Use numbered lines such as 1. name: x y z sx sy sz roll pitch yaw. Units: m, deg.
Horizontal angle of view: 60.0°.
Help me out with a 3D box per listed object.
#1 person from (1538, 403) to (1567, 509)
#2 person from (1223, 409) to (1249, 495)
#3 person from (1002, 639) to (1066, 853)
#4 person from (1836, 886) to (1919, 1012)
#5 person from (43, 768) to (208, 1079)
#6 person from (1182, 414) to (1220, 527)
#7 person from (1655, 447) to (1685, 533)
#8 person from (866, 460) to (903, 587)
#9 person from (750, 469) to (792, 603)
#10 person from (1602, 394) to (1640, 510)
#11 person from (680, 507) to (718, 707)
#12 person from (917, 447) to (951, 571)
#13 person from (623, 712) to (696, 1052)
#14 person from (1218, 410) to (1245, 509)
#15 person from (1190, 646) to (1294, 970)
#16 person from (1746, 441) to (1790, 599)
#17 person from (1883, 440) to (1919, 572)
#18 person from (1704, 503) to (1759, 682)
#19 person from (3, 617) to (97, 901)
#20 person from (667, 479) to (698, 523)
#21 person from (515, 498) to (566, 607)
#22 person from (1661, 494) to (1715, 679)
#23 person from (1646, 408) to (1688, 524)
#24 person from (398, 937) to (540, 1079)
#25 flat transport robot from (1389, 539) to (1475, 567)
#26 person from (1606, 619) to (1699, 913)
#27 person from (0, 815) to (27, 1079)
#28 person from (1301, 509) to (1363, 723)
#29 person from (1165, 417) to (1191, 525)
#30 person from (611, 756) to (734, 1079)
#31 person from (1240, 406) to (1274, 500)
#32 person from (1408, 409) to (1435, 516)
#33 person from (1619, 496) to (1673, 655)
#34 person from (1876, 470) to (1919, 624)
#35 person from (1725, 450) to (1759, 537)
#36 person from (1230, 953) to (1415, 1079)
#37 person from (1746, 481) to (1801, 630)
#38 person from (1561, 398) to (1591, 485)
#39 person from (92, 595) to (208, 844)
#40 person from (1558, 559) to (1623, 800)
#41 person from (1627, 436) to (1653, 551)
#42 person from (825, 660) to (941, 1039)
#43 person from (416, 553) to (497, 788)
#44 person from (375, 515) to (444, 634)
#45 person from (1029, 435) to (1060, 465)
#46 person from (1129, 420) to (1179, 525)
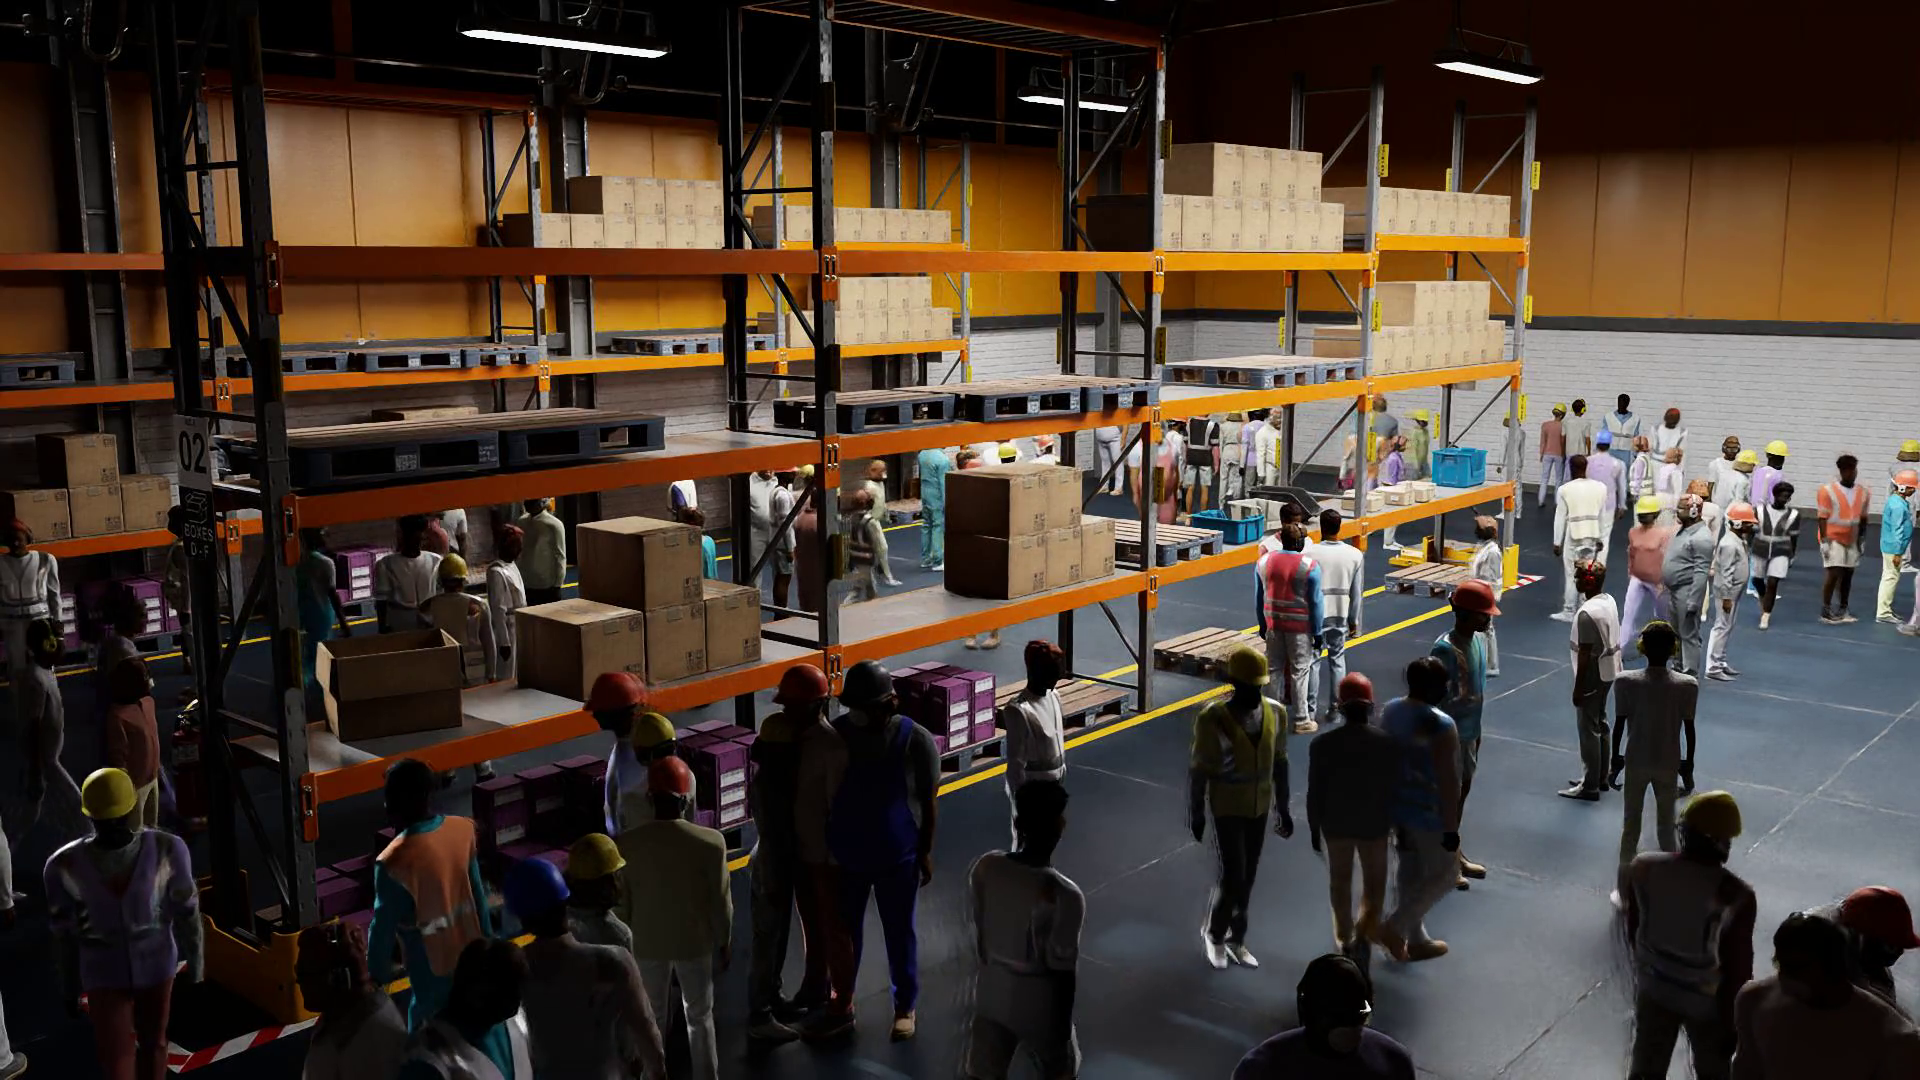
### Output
1. person: 9.828 -1.386 27.425 0.532 1.754 0.341 8 13 41
2. person: 4.846 -1.711 28.857 0.610 1.921 0.393 4 10 24
3. person: 0.453 1.507 9.751 0.356 1.886 0.574 5 11 26
4. person: 3.406 2.147 6.331 0.344 1.747 0.572 9 13 44
5. person: -3.692 1.908 7.401 0.602 1.884 0.994 -5 11 -28
6. person: 3.696 -1.192 25.459 0.612 2.029 0.407 5 11 29
7. person: 9.415 -0.428 22.152 0.407 1.606 0.608 -1 10 -4
8. person: -0.990 -0.205 20.792 0.726 1.590 0.625 2 10 13
9. person: -2.233 -0.085 19.220 0.644 1.900 0.399 -2 10 -13
10. person: 10.830 -1.450 27.320 0.587 1.915 0.393 2 10 13
11. person: -2.391 0.611 15.219 0.387 1.846 0.566 1 10 8
12. person: -0.296 -0.535 21.916 0.399 1.900 0.644 -6 11 -31
13. person: -1.561 1.757 8.613 0.314 1.769 0.525 5 11 28
14. person: 4.486 -1.358 27.316 0.492 1.731 0.324 3 10 18
15. person: 1.624 1.534 9.526 0.587 1.910 0.442 -5 11 -27
16. person: 9.768 -0.242 20.104 0.401 1.918 0.588 0 10 2
17. person: 12.419 -0.449 21.854 0.295 1.744 0.489 -4 10 -24
18. person: 7.518 0.503 16.170 0.356 1.744 0.565 6 11 33
19. person: -5.870 1.404 10.632 0.981 1.815 0.533 -6 11 -32
20. person: -3.253 -0.115 19.563 0.391 1.841 0.564 1 10 3
21. person: -4.056 0.404 16.014 0.612 1.995 0.382 5 11 30
22. person: 6.805 0.509 15.647 0.409 1.909 0.641 1 10 4
23. person: 10.991 -1.173 25.963 0.622 1.829 0.945 3 10 16
24. person: -1.612 2.237 5.644 0.509 1.808 0.674 2 10 14
25. flat transport robot: 6.472 0.187 22.443 1.431 0.197 0.652 -9 13 -42
26. person: 4.310 1.412 10.364 0.512 1.873 0.328 3 10 17
27. person: -4.921 1.783 8.113 0.573 1.883 0.353 -2 10 -13
28. person: 3.240 0.679 14.641 0.599 1.909 0.398 -2 10 -11
29. person: 3.169 -0.947 24.301 0.387 1.926 0.548 -1 10 -7
30. person: -1.359 1.883 7.899 0.572 1.748 0.342 -1 10 -4
31. person: 4.883 -1.389 27.114 0.584 1.873 1.021 9 13 44
32. person: 7.399 -1.214 26.425 0.534 1.729 0.728 -9 13 -44
33. person: 6.890 0.419 16.727 0.902 1.718 0.538 -6 11 -34
34. person: 10.554 0.077 18.723 0.348 1.740 0.574 4 10 24
35. person: 9.770 -0.276 20.859 0.349 1.732 0.496 3 10 17
36. person: 1.148 2.227 5.290 0.627 1.940 0.377 -3 10 -15
37. person: 9.074 0.137 18.584 0.533 1.659 0.706 6 11 31
38. person: 9.942 -1.344 26.818 0.509 1.872 0.328 9 13 42
39. person: -5.650 1.268 11.443 0.958 1.791 0.516 -9 13 -44
40. person: 4.809 1.054 12.619 0.393 1.836 0.561 7 12 34
41. person: 9.553 -0.644 23.377 0.326 1.628 0.519 4 10 25
42. person: -0.467 1.607 8.688 0.688 2.000 0.536 2 10 11
43. person: -3.870 1.010 12.867 0.587 1.836 0.404 -1 10 -3
44. person: -4.636 0.739 14.127 0.613 1.957 0.381 -6 11 -33
45. person: 1.162 -0.593 22.738 0.571 1.735 0.441 -4 10 -23
46. person: 2.608 -0.652 22.177 0.695 2.000 0.821 0 10 -2
